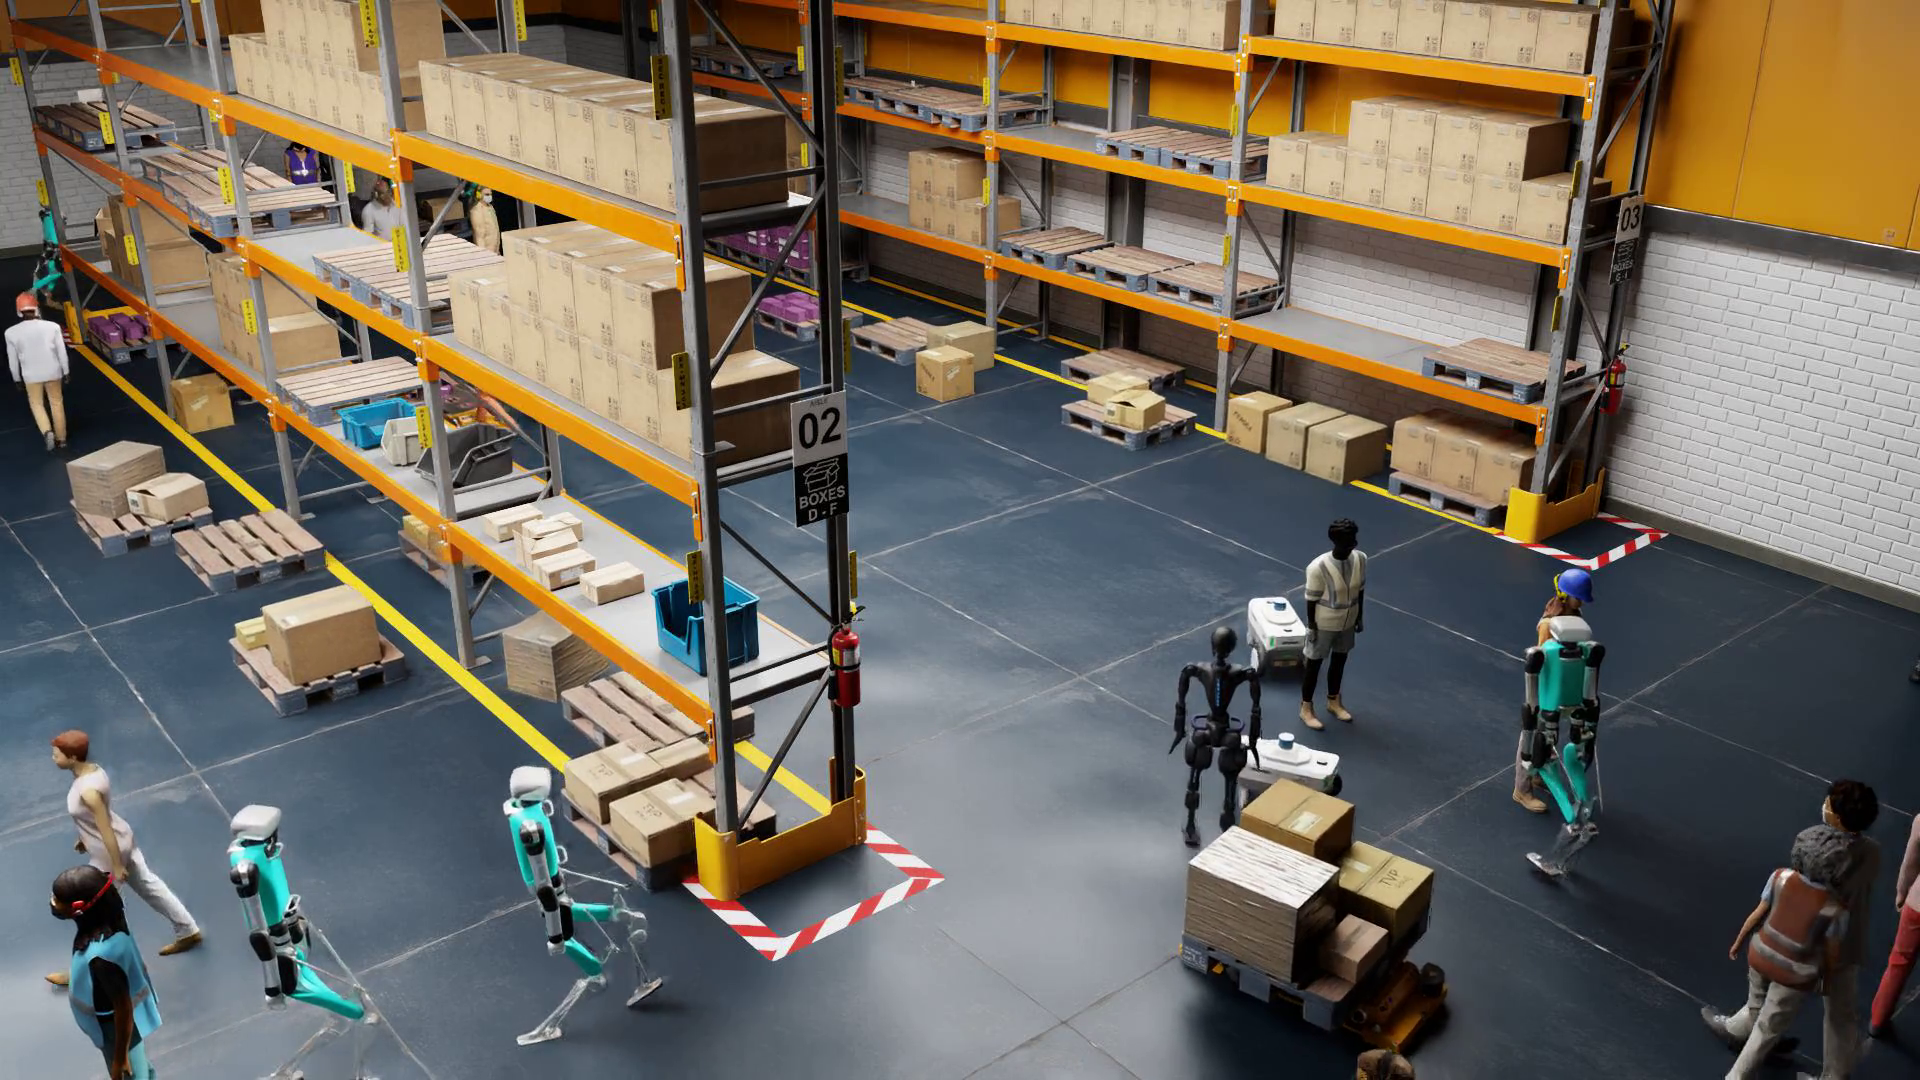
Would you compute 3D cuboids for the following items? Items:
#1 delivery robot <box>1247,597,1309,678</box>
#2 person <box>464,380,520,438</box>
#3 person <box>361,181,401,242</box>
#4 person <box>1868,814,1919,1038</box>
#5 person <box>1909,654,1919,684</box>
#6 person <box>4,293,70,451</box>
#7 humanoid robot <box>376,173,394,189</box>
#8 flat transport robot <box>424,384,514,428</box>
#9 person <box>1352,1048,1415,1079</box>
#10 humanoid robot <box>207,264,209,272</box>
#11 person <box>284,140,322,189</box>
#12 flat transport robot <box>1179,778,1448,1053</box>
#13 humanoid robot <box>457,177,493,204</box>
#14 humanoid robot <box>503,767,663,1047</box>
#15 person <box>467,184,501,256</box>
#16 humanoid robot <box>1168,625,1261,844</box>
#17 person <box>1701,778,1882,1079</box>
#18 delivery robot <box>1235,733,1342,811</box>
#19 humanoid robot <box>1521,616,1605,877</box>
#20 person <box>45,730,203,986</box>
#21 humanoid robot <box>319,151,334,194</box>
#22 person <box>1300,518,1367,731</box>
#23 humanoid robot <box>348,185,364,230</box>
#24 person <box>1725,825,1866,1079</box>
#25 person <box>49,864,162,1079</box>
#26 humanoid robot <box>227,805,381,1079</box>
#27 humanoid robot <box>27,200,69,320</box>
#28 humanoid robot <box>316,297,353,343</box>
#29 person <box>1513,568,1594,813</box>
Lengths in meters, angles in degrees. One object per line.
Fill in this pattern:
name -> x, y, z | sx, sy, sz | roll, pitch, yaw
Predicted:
delivery robot -> 2.587, 0.774, 13.504 | 0.499, 0.605, 0.781 | -2, 23, -5
person -> -5.207, -1.930, 18.262 | 0.791, 1.740, 0.497 | 10, 25, 22
person -> -7.910, -4.036, 22.992 | 0.667, 1.855, 1.003 | -21, 31, -40
person -> 5.373, 2.027, 9.077 | 0.347, 1.759, 0.520 | -18, 29, -35
person -> 7.803, 0.263, 12.953 | 0.546, 1.924, 0.382 | 14, 27, 29
person -> -9.902, -1.796, 17.939 | 0.566, 1.739, 0.548 | -15, 28, -31
humanoid robot -> -9.261, -5.874, 27.420 | 0.743, 1.806, 0.544 | 5, 24, 11
flat transport robot -> -5.776, -1.494, 19.103 | 0.659, 0.231, 1.431 | -21, 31, -39
person -> 1.724, 2.875, 7.016 | 0.420, 1.829, 0.553 | 13, 27, 28
humanoid robot -> -10.854, -4.061, 23.265 | 0.773, 1.819, 0.549 | -12, 26, -25
person -> -10.468, -5.623, 26.568 | 0.533, 1.931, 0.409 | -15, 28, -31
flat transport robot -> 2.076, 2.510, 9.832 | 1.431, 0.231, 0.659 | 18, 29, 35
humanoid robot -> -7.867, -5.741, 27.213 | 0.767, 1.869, 0.544 | 13, 27, 27
humanoid robot -> -2.000, 1.995, 9.227 | 1.003, 1.779, 0.530 | -8, 25, -19
person -> -6.490, -3.966, 22.805 | 0.403, 1.876, 0.553 | 3, 24, 7
humanoid robot -> 1.660, 1.316, 10.821 | 0.600, 1.645, 0.439 | 4, 24, 10
person -> 4.505, 2.072, 8.845 | 0.578, 1.858, 0.927 | -10, 25, -23
delivery robot -> 2.270, 1.641, 11.507 | 0.785, 0.614, 0.525 | 10, 25, 23
humanoid robot -> 3.873, 1.427, 10.519 | 0.532, 1.797, 0.818 | -5, 24, -12
person -> -4.988, 1.820, 9.714 | 0.861, 1.614, 0.471 | -10, 25, -22
humanoid robot -> -10.372, -5.880, 27.477 | 0.589, 1.653, 0.326 | 17, 28, 34
person -> 2.786, 0.613, 12.430 | 0.533, 1.691, 0.319 | -11, 26, -24
humanoid robot -> -8.781, -4.394, 24.080 | 0.761, 1.623, 0.589 | 2, 23, 4
person -> 4.350, 2.213, 8.762 | 0.735, 1.638, 0.515 | -15, 28, -31
person -> -4.093, 2.386, 8.103 | 0.378, 1.865, 0.540 | -13, 26, -27
humanoid robot -> -3.373, 2.187, 8.747 | 0.894, 1.774, 0.572 | -4, 24, -8
humanoid robot -> -12.330, -3.644, 22.289 | 0.533, 1.777, 1.002 | 15, 28, 31
humanoid robot -> -8.391, -3.382, 21.765 | 0.793, 1.634, 0.599 | 12, 26, 25
person -> 4.082, 1.010, 11.408 | 0.459, 1.773, 0.315 | -21, 31, -40
